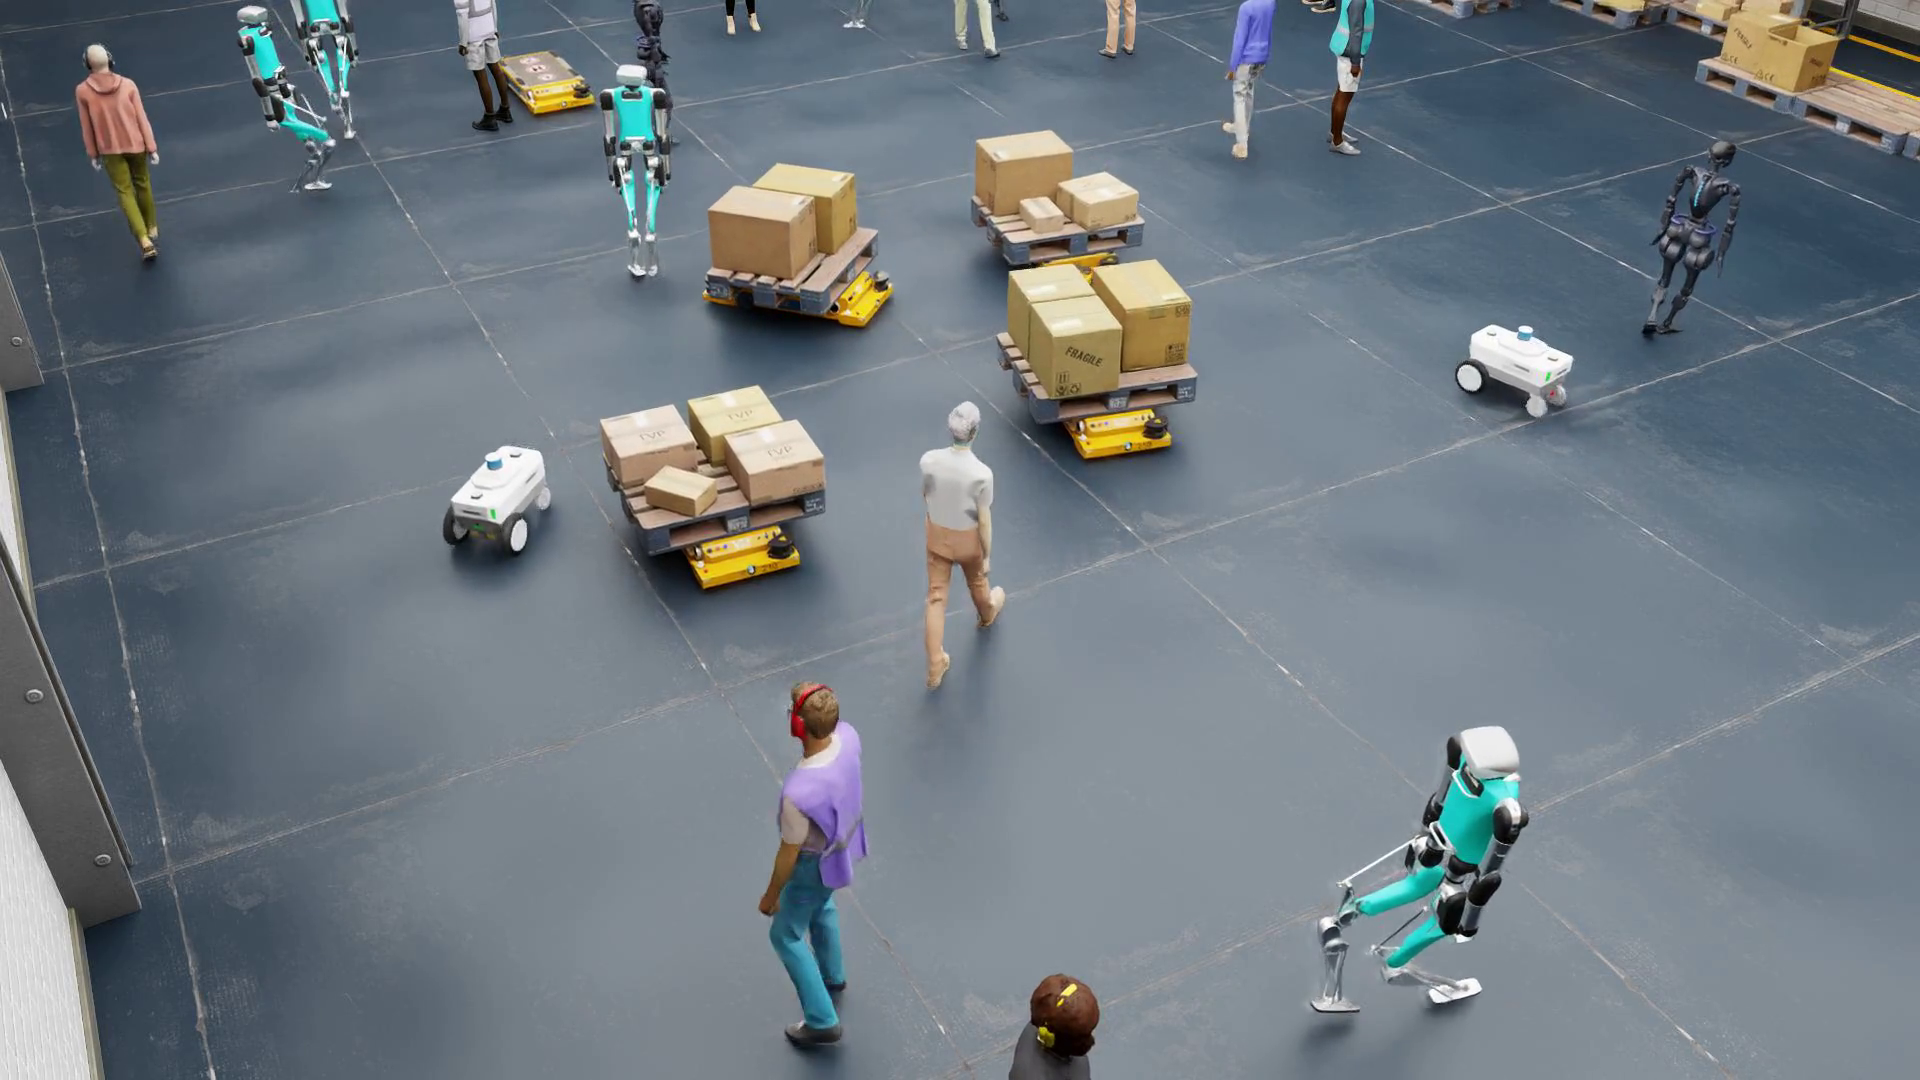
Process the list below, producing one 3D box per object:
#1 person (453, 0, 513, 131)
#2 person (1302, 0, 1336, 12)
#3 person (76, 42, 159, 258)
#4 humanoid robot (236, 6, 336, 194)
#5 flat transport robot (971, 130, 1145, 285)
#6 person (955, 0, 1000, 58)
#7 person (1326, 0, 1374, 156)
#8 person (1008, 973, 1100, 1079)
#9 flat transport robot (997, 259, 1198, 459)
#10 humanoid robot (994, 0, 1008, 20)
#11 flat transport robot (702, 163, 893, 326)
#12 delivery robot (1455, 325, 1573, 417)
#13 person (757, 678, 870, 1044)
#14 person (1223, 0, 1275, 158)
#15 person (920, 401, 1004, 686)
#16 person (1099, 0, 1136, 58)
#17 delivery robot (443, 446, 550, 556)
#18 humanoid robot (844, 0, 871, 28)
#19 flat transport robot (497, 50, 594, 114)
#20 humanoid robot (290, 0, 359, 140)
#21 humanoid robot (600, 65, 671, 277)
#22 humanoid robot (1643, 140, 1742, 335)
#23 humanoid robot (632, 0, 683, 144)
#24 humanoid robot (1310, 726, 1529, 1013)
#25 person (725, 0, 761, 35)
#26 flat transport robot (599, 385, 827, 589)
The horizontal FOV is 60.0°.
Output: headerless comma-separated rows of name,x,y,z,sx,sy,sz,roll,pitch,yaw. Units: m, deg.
person,-4.784,-5.023,16.437,0.366,1.933,0.550,16,38,21
person,4.372,-7.245,19.582,0.367,1.966,0.606,-5,35,-8
person,-7.101,-3.305,14.096,0.537,1.806,0.853,-19,39,-25
humanoid robot,-5.960,-3.894,15.014,0.809,1.801,0.550,1,35,1
flat transport robot,0.818,-2.565,14.378,0.659,0.231,1.431,-11,37,-16
person,0.156,-6.213,18.251,0.586,1.803,0.874,-12,37,-16
person,3.752,-4.687,15.952,0.418,1.941,0.551,5,35,7
person,0.322,2.262,6.090,0.356,1.872,0.491,7,36,10
flat transport robot,0.990,-1.072,12.247,0.659,0.231,1.431,-9,36,-13
humanoid robot,0.436,-7.012,19.545,0.596,1.625,0.781,-13,37,-18
flat transport robot,-1.336,-2.076,13.680,1.431,0.231,0.659,11,37,15
delivery robot,4.121,-1.302,12.329,0.499,0.598,0.791,-27,43,-33
person,-0.622,1.425,7.357,0.417,1.815,0.654,12,37,17
person,2.752,-4.664,16.026,0.561,1.821,0.676,-25,42,-31
person,-0.004,-0.044,9.534,0.484,1.691,0.901,12,37,17
person,1.747,-6.156,18.280,0.466,1.673,0.375,-16,38,-21
delivery robot,-3.016,-0.274,10.864,0.499,0.601,0.775,9,36,13
humanoid robot,-1.172,-6.775,19.106,0.701,1.774,0.530,11,37,16
flat transport robot,-4.448,-4.887,17.693,0.659,0.231,1.431,-18,39,-24
humanoid robot,-6.118,-4.691,16.126,0.543,1.725,1.004,-8,36,-11
humanoid robot,-2.615,-2.903,13.582,0.543,1.799,0.695,-4,35,-6
humanoid robot,5.590,-2.298,12.786,0.488,1.631,0.610,-25,42,-31
humanoid robot,-2.931,-4.709,16.212,0.423,1.654,0.589,-5,35,-7
humanoid robot,1.917,1.561,7.261,1.035,1.777,0.548,-8,36,-11
person,-2.524,-6.635,18.941,0.538,1.699,0.317,-12,37,-16
flat transport robot,-1.611,-0.202,11.003,0.659,0.231,1.431,-15,38,-20
